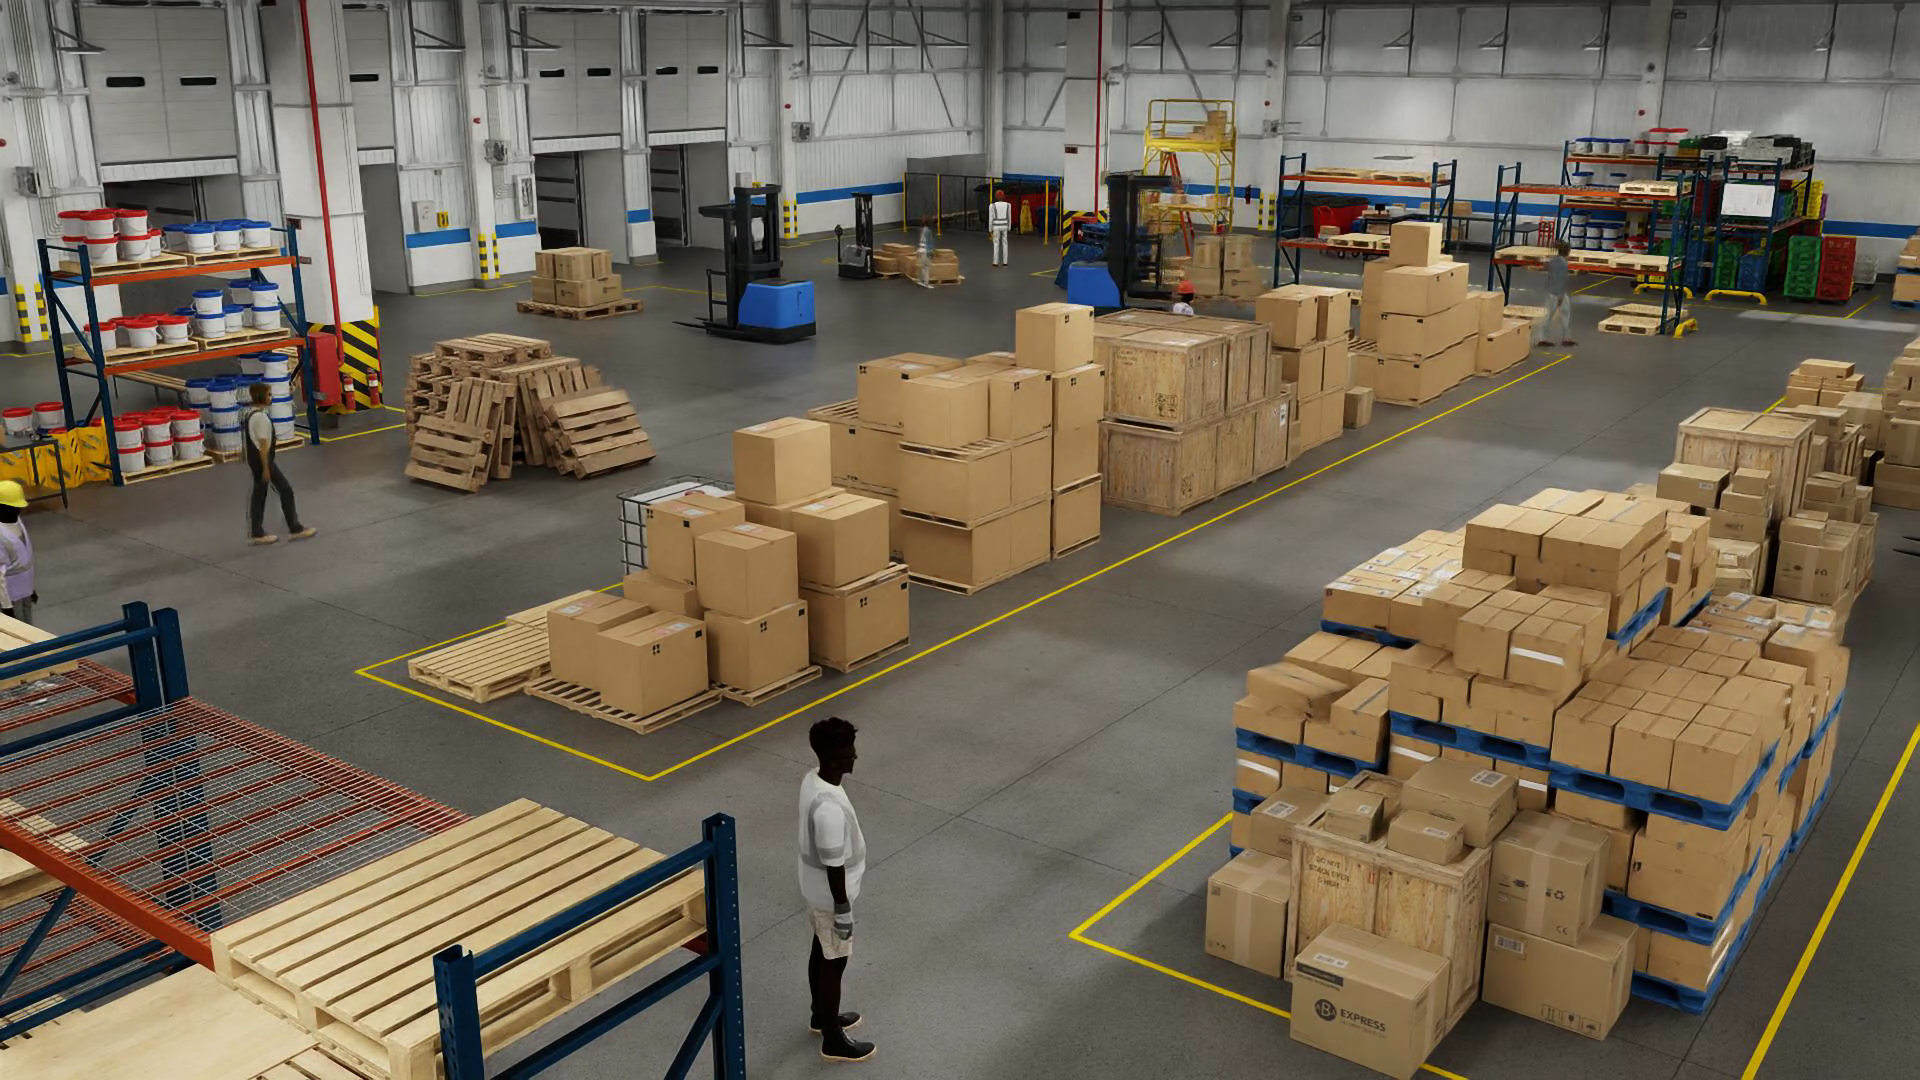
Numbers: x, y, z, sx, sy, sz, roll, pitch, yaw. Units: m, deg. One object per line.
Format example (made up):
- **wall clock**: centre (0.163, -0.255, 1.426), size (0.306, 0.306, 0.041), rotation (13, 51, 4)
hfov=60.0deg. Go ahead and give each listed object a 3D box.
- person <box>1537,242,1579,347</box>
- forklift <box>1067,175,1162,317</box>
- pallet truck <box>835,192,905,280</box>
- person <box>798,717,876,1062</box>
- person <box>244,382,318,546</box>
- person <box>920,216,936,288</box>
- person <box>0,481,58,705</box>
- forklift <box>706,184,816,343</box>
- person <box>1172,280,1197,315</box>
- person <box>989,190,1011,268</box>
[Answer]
- **person**: centre (10.919, -4.442, 30.145), size (0.878, 1.900, 0.640), rotation (-2, 17, -8)
- **forklift**: centre (3.097, -5.808, 33.005), size (1.873, 2.768, 1.129), rotation (2, 17, 8)
- **pallet truck**: centre (-1.936, -7.159, 38.982), size (1.885, 1.965, 0.823), rotation (-12, 21, -34)
- **person**: centre (-0.690, 1.889, 9.076), size (0.368, 1.966, 0.602), rotation (-5, 17, -15)
- **person**: centre (-7.561, -0.852, 18.401), size (0.815, 1.814, 0.553), rotation (-13, 21, -36)
- **person**: centre (-0.722, -6.444, 37.277), size (0.373, 1.612, 0.528), rotation (-1, 17, -2)
- **person**: centre (-7.922, 0.431, 13.992), size (0.398, 1.913, 0.590), rotation (-3, 17, -9)
- **forklift**: centre (-3.717, -5.181, 30.929), size (1.873, 2.768, 1.129), rotation (12, 21, 35)
- **person**: centre (3.400, -2.953, 25.152), size (0.348, 1.942, 0.548), rotation (-6, 18, -20)
- **person**: centre (0.971, -7.590, 40.608), size (0.575, 1.883, 0.355), rotation (-6, 18, -19)
